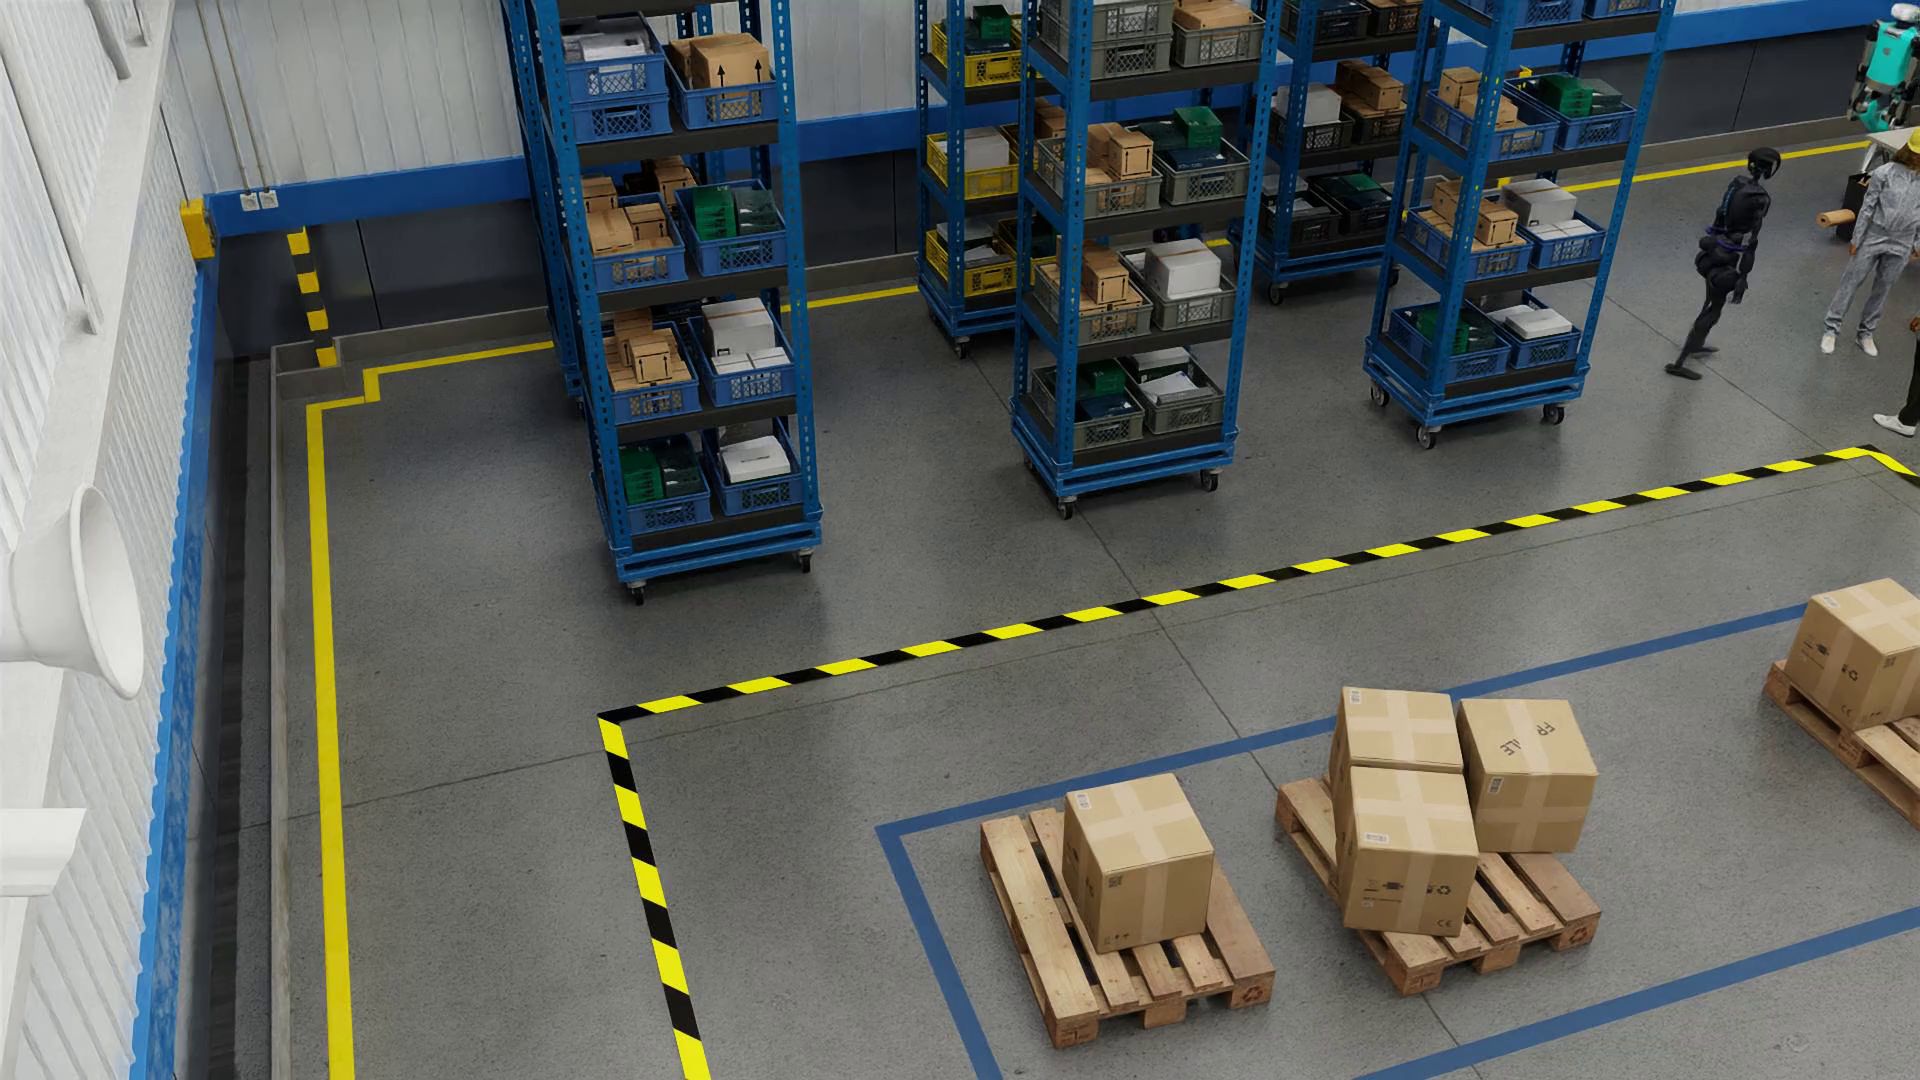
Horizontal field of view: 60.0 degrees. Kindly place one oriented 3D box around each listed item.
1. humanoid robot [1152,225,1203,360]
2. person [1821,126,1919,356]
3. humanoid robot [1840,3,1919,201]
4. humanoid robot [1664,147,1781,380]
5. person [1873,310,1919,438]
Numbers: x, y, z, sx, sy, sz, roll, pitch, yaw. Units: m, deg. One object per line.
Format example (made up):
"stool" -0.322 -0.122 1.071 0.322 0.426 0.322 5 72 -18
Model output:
"humanoid robot" 1.530 -1.965 11.625 0.376 1.644 0.586 -12 37 -17
"person" 6.564 -2.109 11.766 0.489 1.740 0.320 5 35 7
"humanoid robot" 7.795 -3.578 13.954 0.724 1.900 0.541 -18 39 -23
"humanoid robot" 5.310 -1.967 11.626 0.515 1.635 0.599 -2 35 -3
"person" 6.475 -1.543 10.870 0.599 1.850 0.390 -12 37 -17
